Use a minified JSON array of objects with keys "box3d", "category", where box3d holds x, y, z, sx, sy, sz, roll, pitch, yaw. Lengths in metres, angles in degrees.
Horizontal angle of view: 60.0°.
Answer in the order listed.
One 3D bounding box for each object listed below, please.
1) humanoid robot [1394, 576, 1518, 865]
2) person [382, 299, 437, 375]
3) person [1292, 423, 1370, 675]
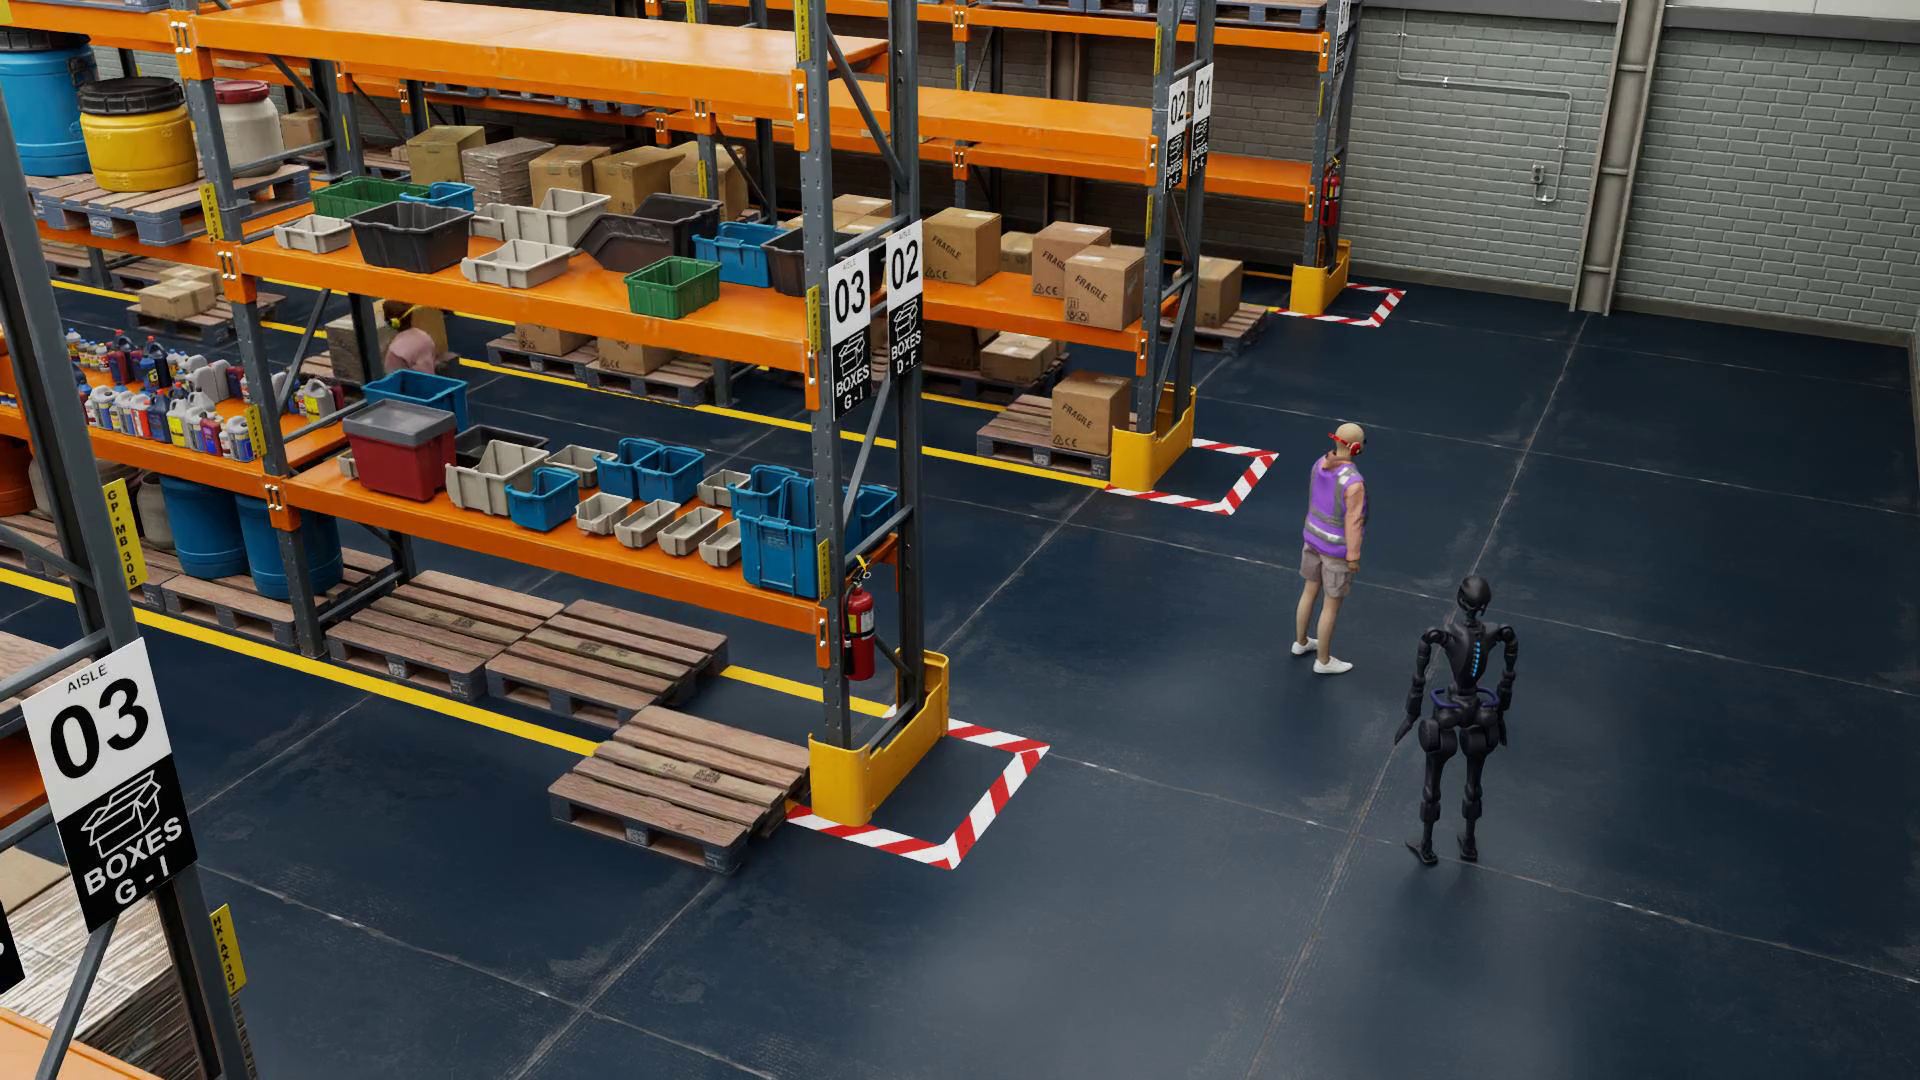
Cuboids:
[{"box3d":[2.621,0.947,8.780,0.599,1.657,0.315,-1,26,-3],"category":"humanoid robot"},{"box3d":[-4.123,-0.991,12.607,0.434,1.780,0.520,6,27,12],"category":"person"},{"box3d":[2.372,0.049,10.607,0.351,1.688,0.489,-11,28,-21],"category":"person"}]
